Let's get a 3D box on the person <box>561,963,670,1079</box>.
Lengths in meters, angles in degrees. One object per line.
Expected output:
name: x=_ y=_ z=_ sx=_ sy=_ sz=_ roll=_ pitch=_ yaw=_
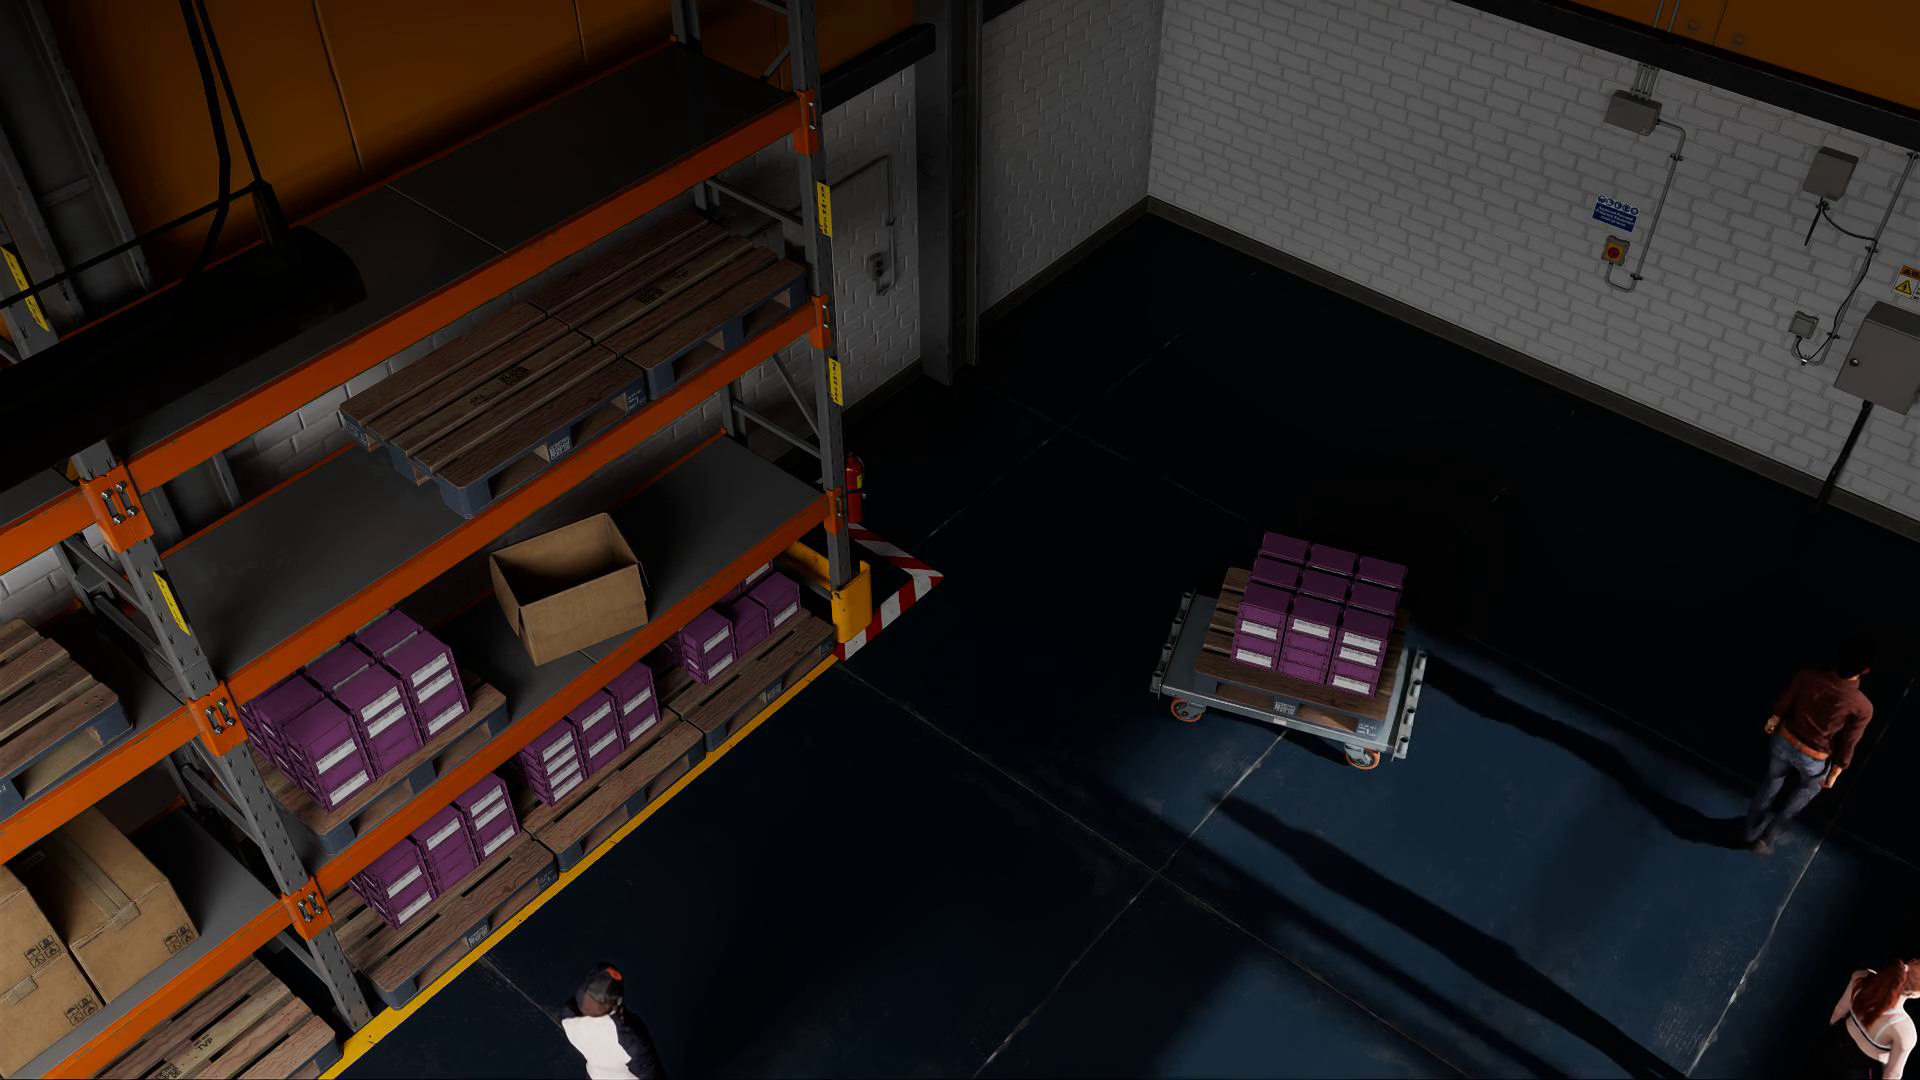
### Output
person: x=-1.612 y=2.631 z=8.057 sx=0.719 sy=1.893 sz=0.648 roll=21 pitch=47 yaw=21

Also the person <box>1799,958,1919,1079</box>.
person: x=4.385 y=2.579 z=8.220 sx=0.706 sy=1.742 sz=0.669 roll=-8 pitch=44 yaw=-8

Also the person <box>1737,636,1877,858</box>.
person: x=4.813 y=1.255 z=9.590 sx=0.693 sy=1.770 sz=0.695 roll=-33 pitch=53 yaw=-30
